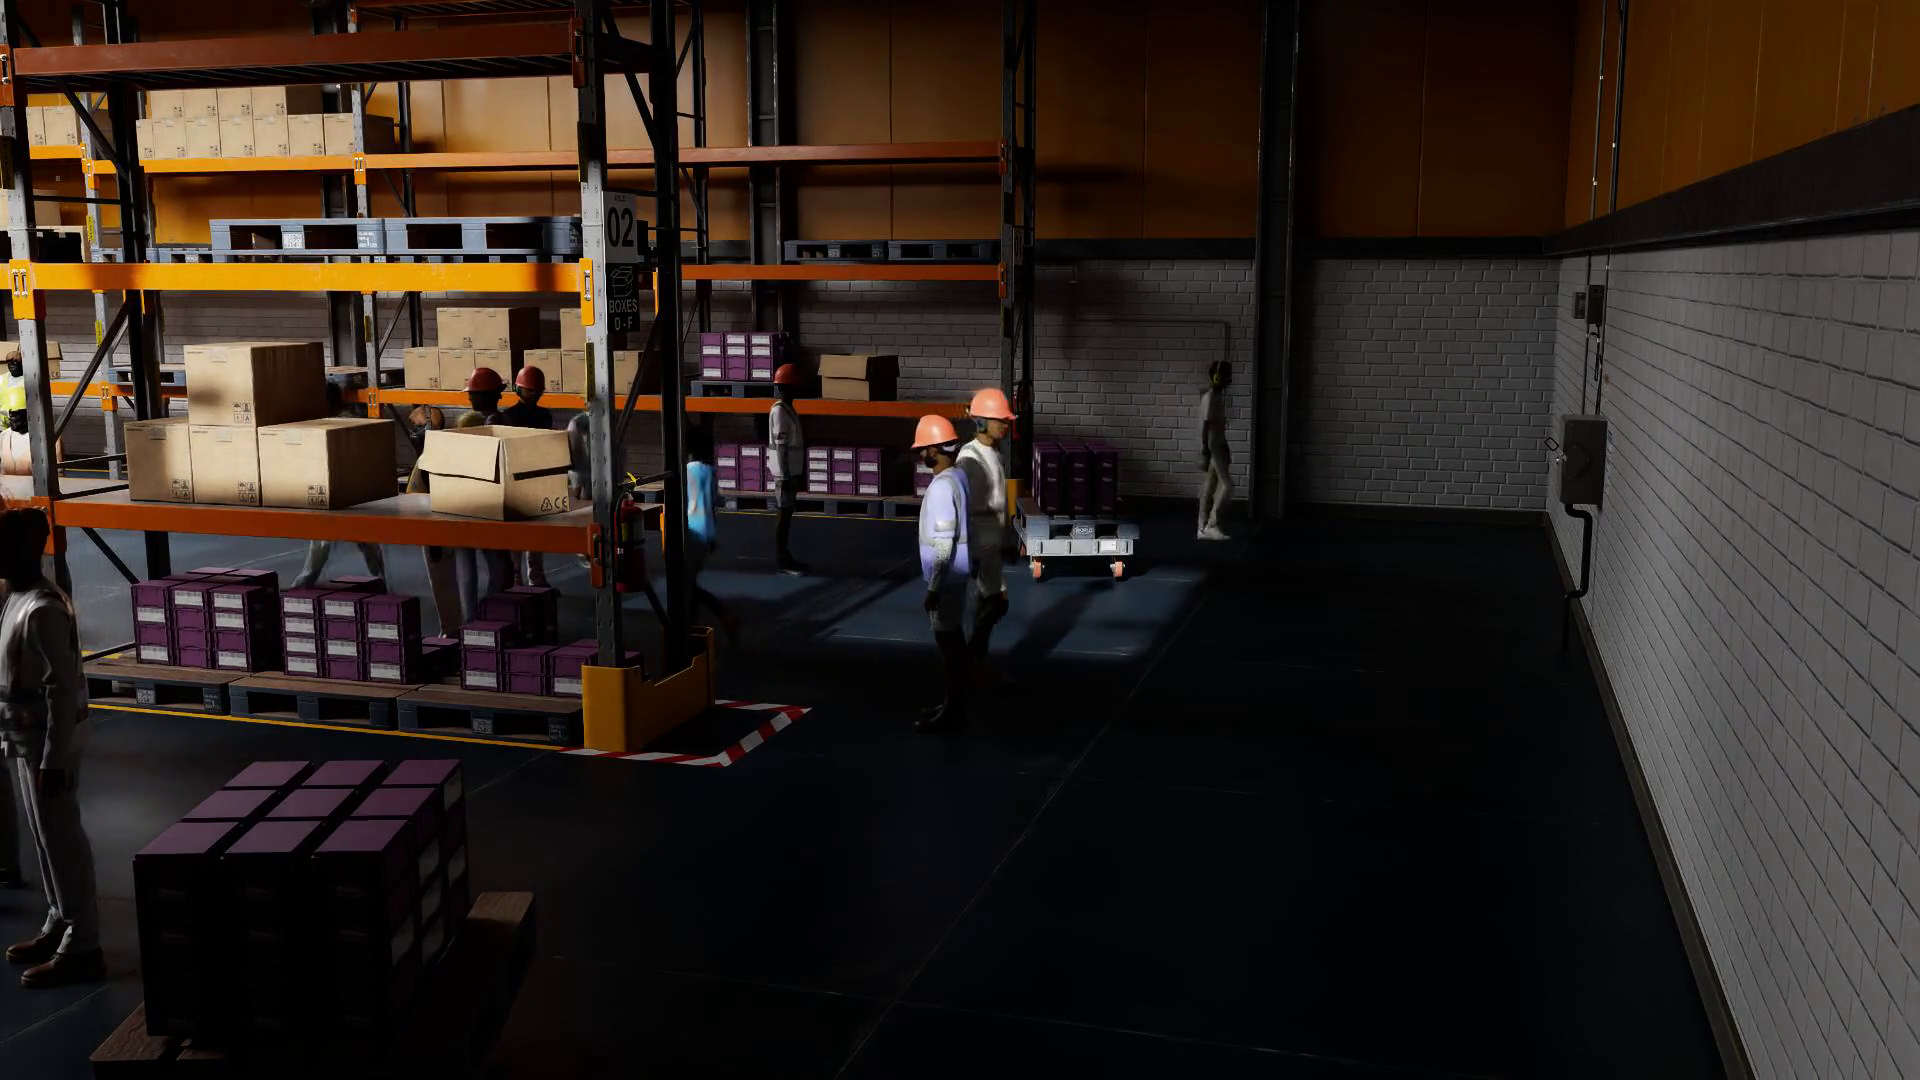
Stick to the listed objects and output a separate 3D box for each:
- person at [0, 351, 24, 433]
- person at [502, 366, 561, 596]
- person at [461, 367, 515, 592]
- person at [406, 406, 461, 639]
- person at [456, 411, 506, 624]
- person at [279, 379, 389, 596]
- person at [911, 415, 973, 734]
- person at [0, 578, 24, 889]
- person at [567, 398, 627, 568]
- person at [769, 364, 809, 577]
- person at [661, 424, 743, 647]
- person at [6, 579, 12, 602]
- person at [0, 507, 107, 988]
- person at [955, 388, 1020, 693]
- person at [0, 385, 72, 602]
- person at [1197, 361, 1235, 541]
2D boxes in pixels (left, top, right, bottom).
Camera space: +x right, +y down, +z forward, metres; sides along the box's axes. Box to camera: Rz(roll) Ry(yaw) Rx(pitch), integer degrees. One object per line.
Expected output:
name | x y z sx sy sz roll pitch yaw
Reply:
person | -11.083 -1.318 19.662 0.623 1.837 0.428 1 9 7
person | -3.615 -0.473 14.022 0.401 1.986 0.612 5 11 27
person | -3.630 -0.310 12.859 0.374 2.042 0.615 -2 9 -11
person | -3.747 -0.044 11.896 0.430 1.836 0.619 -2 10 -14
person | -3.611 -0.086 12.385 0.564 1.751 0.344 -6 11 -31
person | -5.201 -0.374 13.709 1.000 1.888 0.638 -8 13 -42
person | -0.116 0.208 10.051 0.374 1.930 0.542 2 9 11
person | -4.398 0.712 7.281 0.404 1.827 0.600 0 9 0
person | -3.326 -0.578 15.309 0.611 1.781 0.944 -6 11 -34
person | -1.554 -0.637 15.169 0.356 1.937 0.552 0 9 0
person | -1.904 -0.014 12.154 0.673 1.677 0.541 3 10 18
person | -5.532 0.468 9.490 0.881 1.588 0.538 3 10 16
person | -3.620 0.804 6.553 0.342 1.882 0.587 -7 12 -37
person | 0.183 0.012 10.937 0.412 2.029 0.627 2 10 14
person | -7.121 -0.232 12.769 0.588 1.919 0.399 3 10 17
person | 2.671 -0.899 17.022 0.527 1.852 0.562 3 10 16
